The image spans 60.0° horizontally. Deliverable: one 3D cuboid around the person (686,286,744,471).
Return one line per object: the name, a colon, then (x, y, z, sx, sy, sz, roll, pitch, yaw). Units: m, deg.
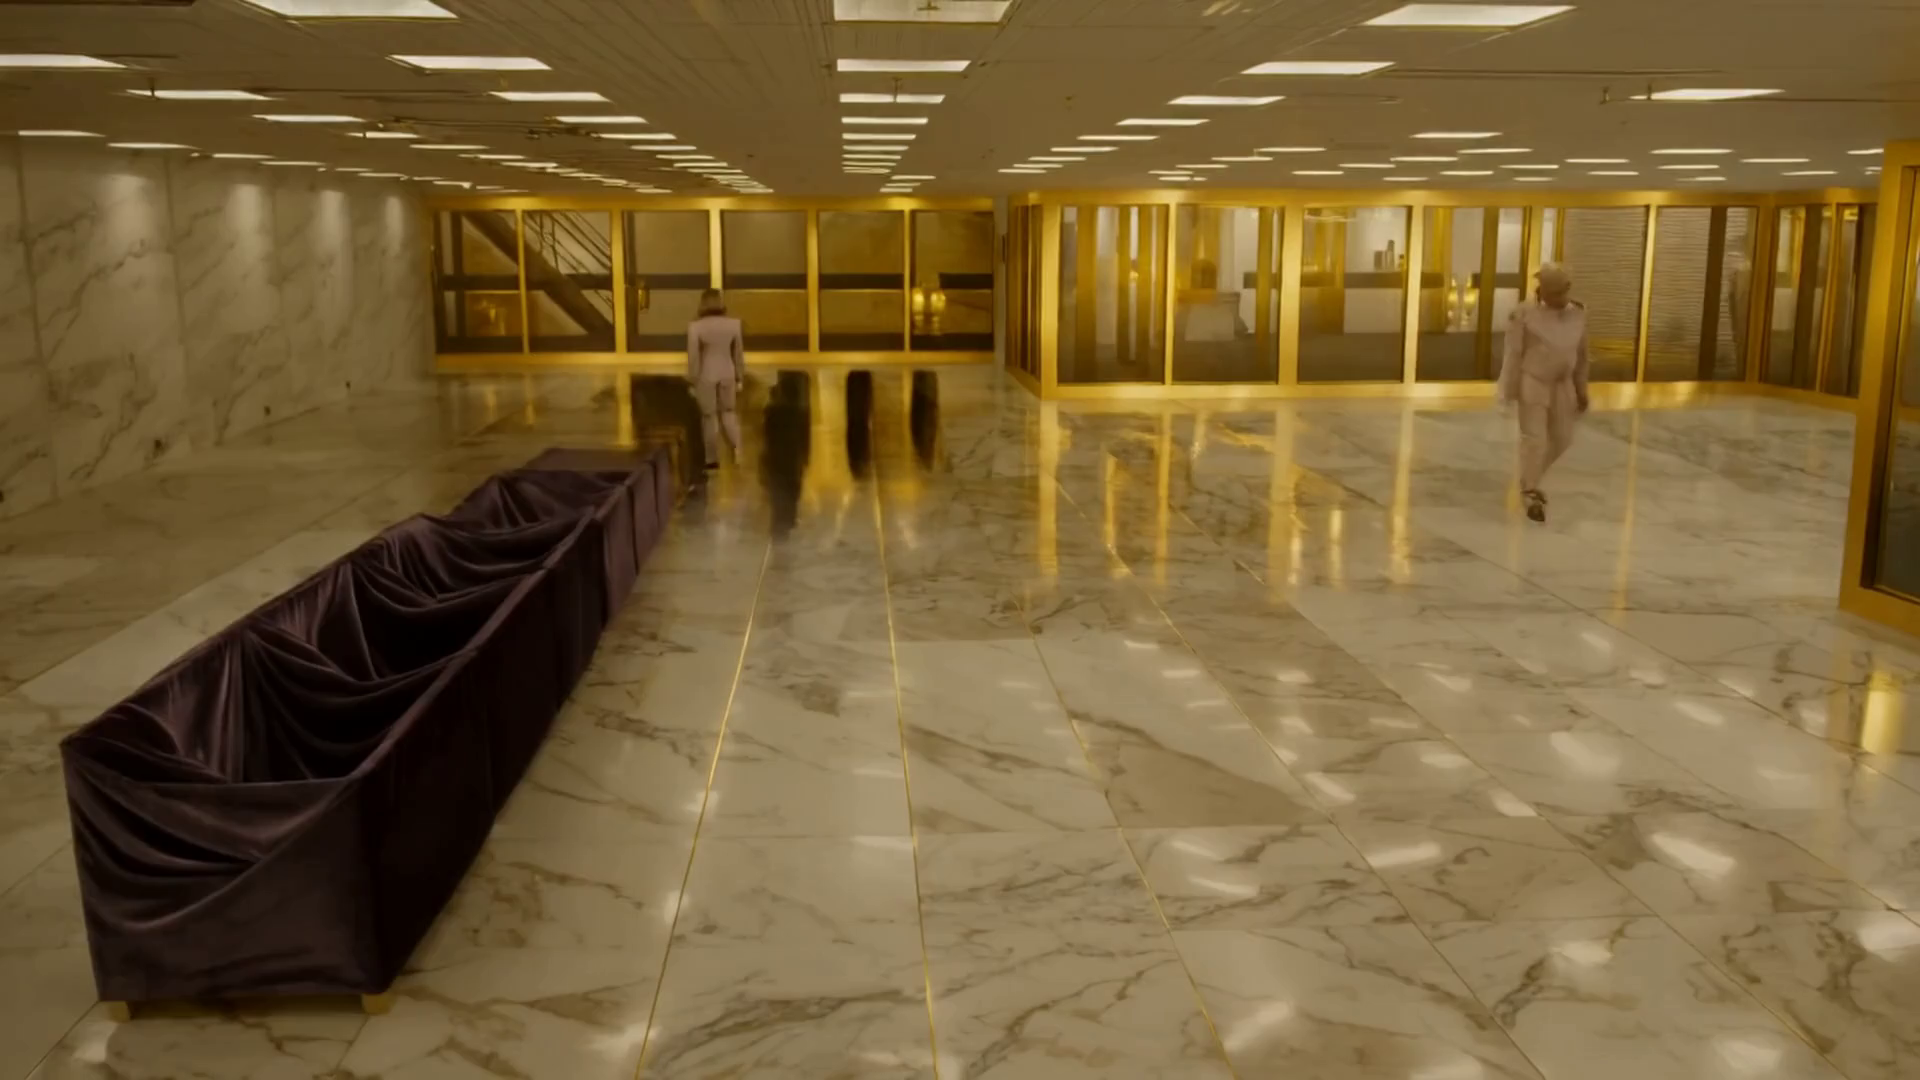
person: (-2.106, -1.389, 14.425, 0.520, 1.619, 0.458, -5, 12, -26)

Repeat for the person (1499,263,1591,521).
person: (4.255, -1.100, 12.244, 0.678, 1.876, 0.722, -2, 11, -11)
